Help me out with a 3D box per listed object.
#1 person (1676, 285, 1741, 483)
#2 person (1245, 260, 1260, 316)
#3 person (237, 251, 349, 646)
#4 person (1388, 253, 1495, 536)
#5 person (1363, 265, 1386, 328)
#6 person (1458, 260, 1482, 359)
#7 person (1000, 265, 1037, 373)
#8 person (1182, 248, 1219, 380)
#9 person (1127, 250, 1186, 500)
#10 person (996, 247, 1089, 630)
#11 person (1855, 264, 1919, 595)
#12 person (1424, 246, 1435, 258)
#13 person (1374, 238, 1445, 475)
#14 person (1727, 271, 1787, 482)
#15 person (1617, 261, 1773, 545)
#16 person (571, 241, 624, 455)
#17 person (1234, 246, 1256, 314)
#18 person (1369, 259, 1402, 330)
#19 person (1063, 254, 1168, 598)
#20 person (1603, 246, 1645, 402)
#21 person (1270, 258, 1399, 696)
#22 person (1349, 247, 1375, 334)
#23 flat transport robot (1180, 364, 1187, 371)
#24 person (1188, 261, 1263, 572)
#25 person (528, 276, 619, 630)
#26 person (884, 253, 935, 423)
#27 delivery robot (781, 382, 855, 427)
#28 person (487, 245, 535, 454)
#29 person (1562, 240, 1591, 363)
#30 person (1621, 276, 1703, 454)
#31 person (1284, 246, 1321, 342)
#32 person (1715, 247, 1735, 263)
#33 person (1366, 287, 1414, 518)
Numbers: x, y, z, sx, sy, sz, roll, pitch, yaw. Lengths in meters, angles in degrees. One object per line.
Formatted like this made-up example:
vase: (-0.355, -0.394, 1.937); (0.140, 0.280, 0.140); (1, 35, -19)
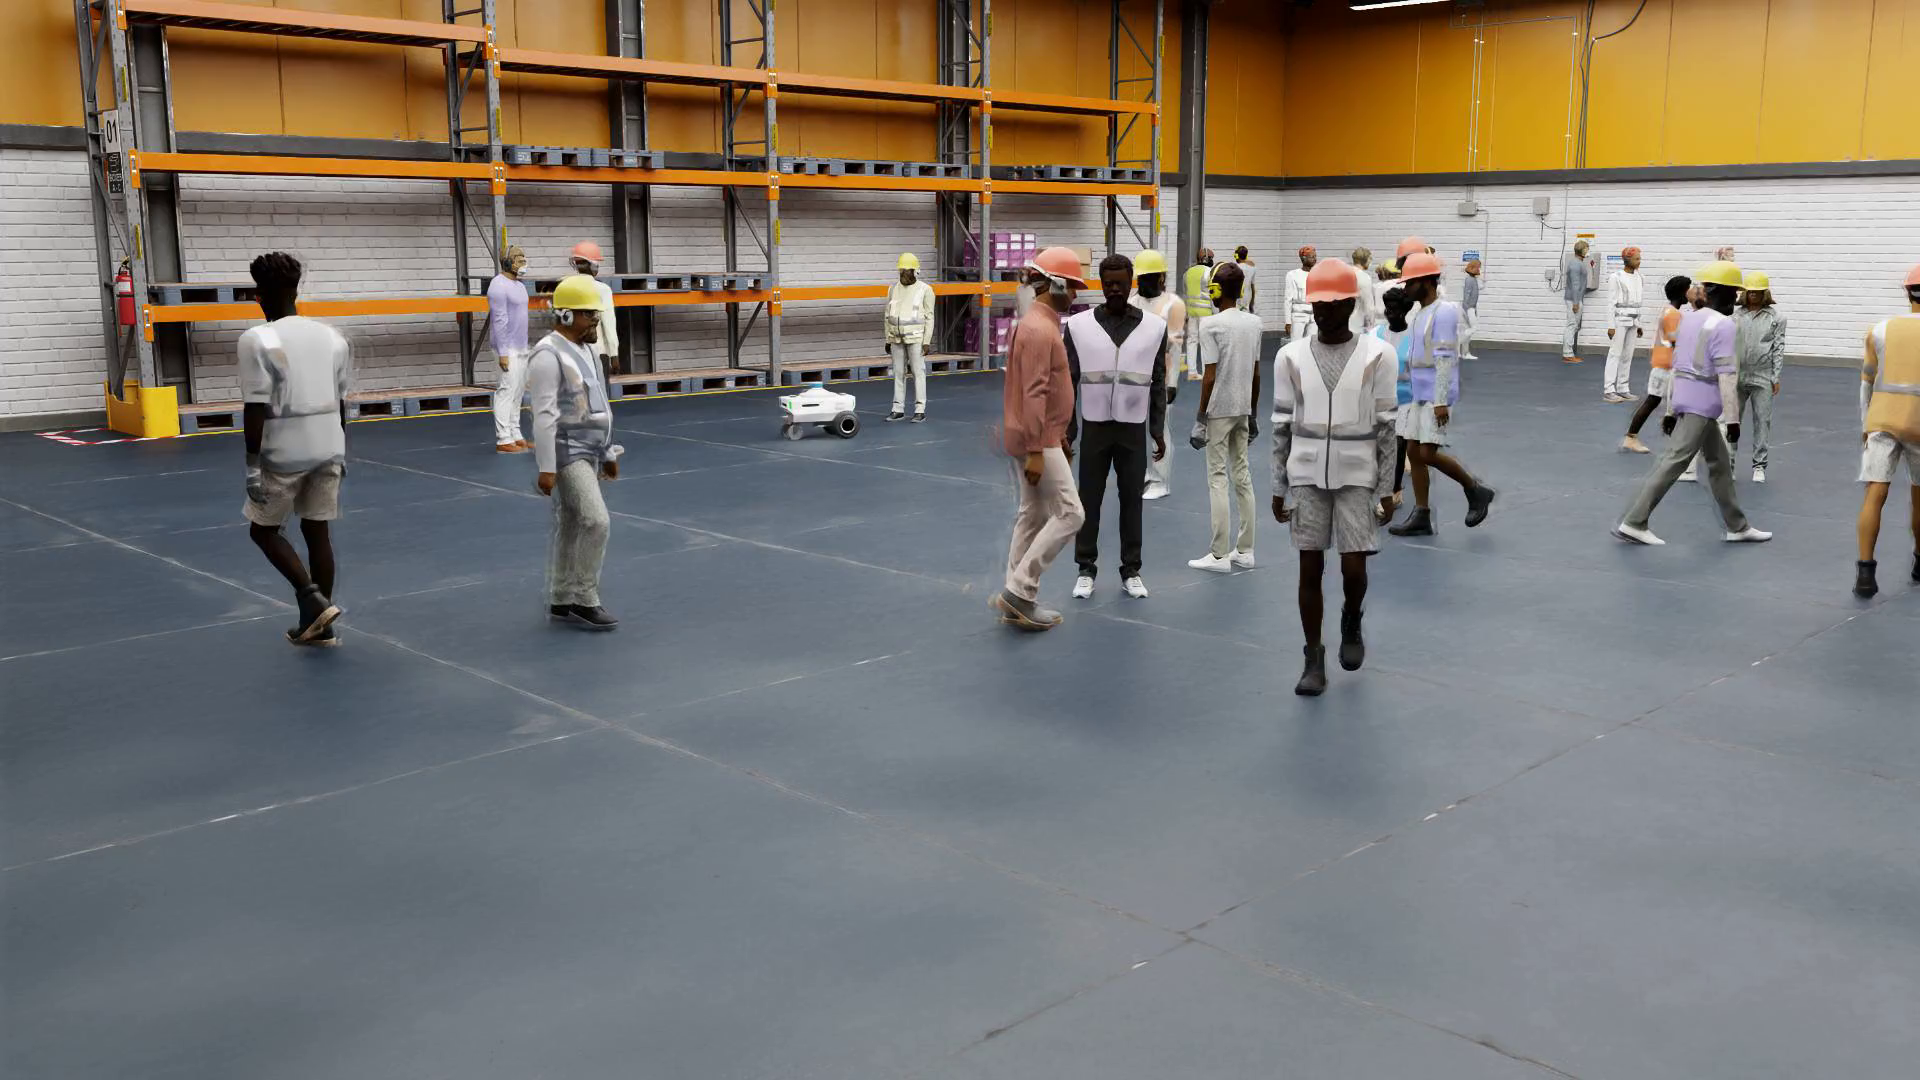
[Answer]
person: (6.148, -1.273, 13.650); (0.608, 1.616, 0.323); (-1, 10, -3)
person: (4.733, -3.858, 27.757); (0.409, 1.615, 0.507); (-8, 13, -36)
person: (-3.227, -0.420, 8.093); (0.431, 1.946, 0.635); (6, 12, 31)
person: (3.233, -0.971, 11.198); (0.624, 1.908, 0.586); (-1, 10, -8)
person: (6.040, -3.153, 23.945); (0.518, 1.591, 0.856); (-6, 12, -29)
person: (8.321, -3.758, 27.176); (0.377, 1.621, 0.509); (5, 11, 24)
person: (0.955, -3.143, 23.904); (0.513, 1.578, 0.881); (9, 14, 40)
person: (3.382, -3.132, 23.182); (0.430, 1.840, 0.623); (-8, 13, -36)
person: (1.444, -1.247, 12.703); (0.595, 1.913, 0.471); (9, 14, 42)
person: (0.425, -0.502, 8.492); (0.462, 1.962, 0.648); (0, 10, -2)
person: (5.408, -0.642, 9.485); (1.004, 1.871, 0.576); (-9, 14, -41)
person: (6.244, -3.015, 22.450); (0.333, 1.872, 0.515); (-4, 11, -21)
person: (3.843, -1.592, 14.352); (0.629, 1.985, 1.042); (0, 10, 2)
person: (6.499, -1.338, 13.683); (0.480, 1.733, 0.339); (5, 12, 26)
person: (4.833, -0.878, 10.853); (1.045, 1.867, 0.615); (0, 10, 0)
person: (-3.364, -1.689, 14.938); (0.625, 1.972, 0.840); (7, 13, 34)
person: (4.472, -3.773, 26.656); (0.550, 1.857, 0.415); (-4, 11, -19)
person: (4.995, -2.404, 19.438); (0.385, 1.746, 0.545); (-3, 11, -16)
person: (0.859, -0.632, 9.321); (0.596, 1.918, 0.384); (0, 10, -1)
person: (8.113, -2.624, 20.279); (0.587, 1.883, 0.342); (-6, 12, -30)
person: (1.646, -0.274, 7.354); (0.560, 1.924, 0.507); (4, 11, 21)
person: (4.884, -2.649, 20.443); (1.050, 1.875, 0.641); (-2, 11, -13)
flat transport robot: (2.788, -2.551, 24.282); (0.652, 0.197, 1.431); (5, 12, 26)
person: (1.604, -0.737, 10.043); (0.535, 1.864, 0.309); (-8, 13, -36)
person: (-1.914, -0.442, 8.563); (0.592, 1.810, 0.617); (2, 11, 8)
person: (-0.569, -2.186, 18.026); (0.590, 1.835, 0.404); (5, 12, 27)
delivery robot: (-1.422, -1.339, 16.642); (0.707, 0.478, 0.477); (-4, 11, -21)
person: (-4.171, -1.759, 15.459); (0.368, 1.932, 0.622); (2, 11, 9)
person: (9.793, -3.784, 26.454); (0.352, 1.937, 0.635); (4, 11, 21)
person: (6.585, -1.604, 15.347); (0.842, 1.656, 0.537); (6, 12, 28)
person: (4.417, -2.809, 21.291); (0.583, 1.883, 0.350); (-4, 11, -20)
person: (11.339, -3.450, 24.882); (1.014, 1.861, 0.651); (8, 13, 37)
person: (3.100, -0.979, 11.929); (0.615, 1.640, 0.835); (8, 13, 38)
